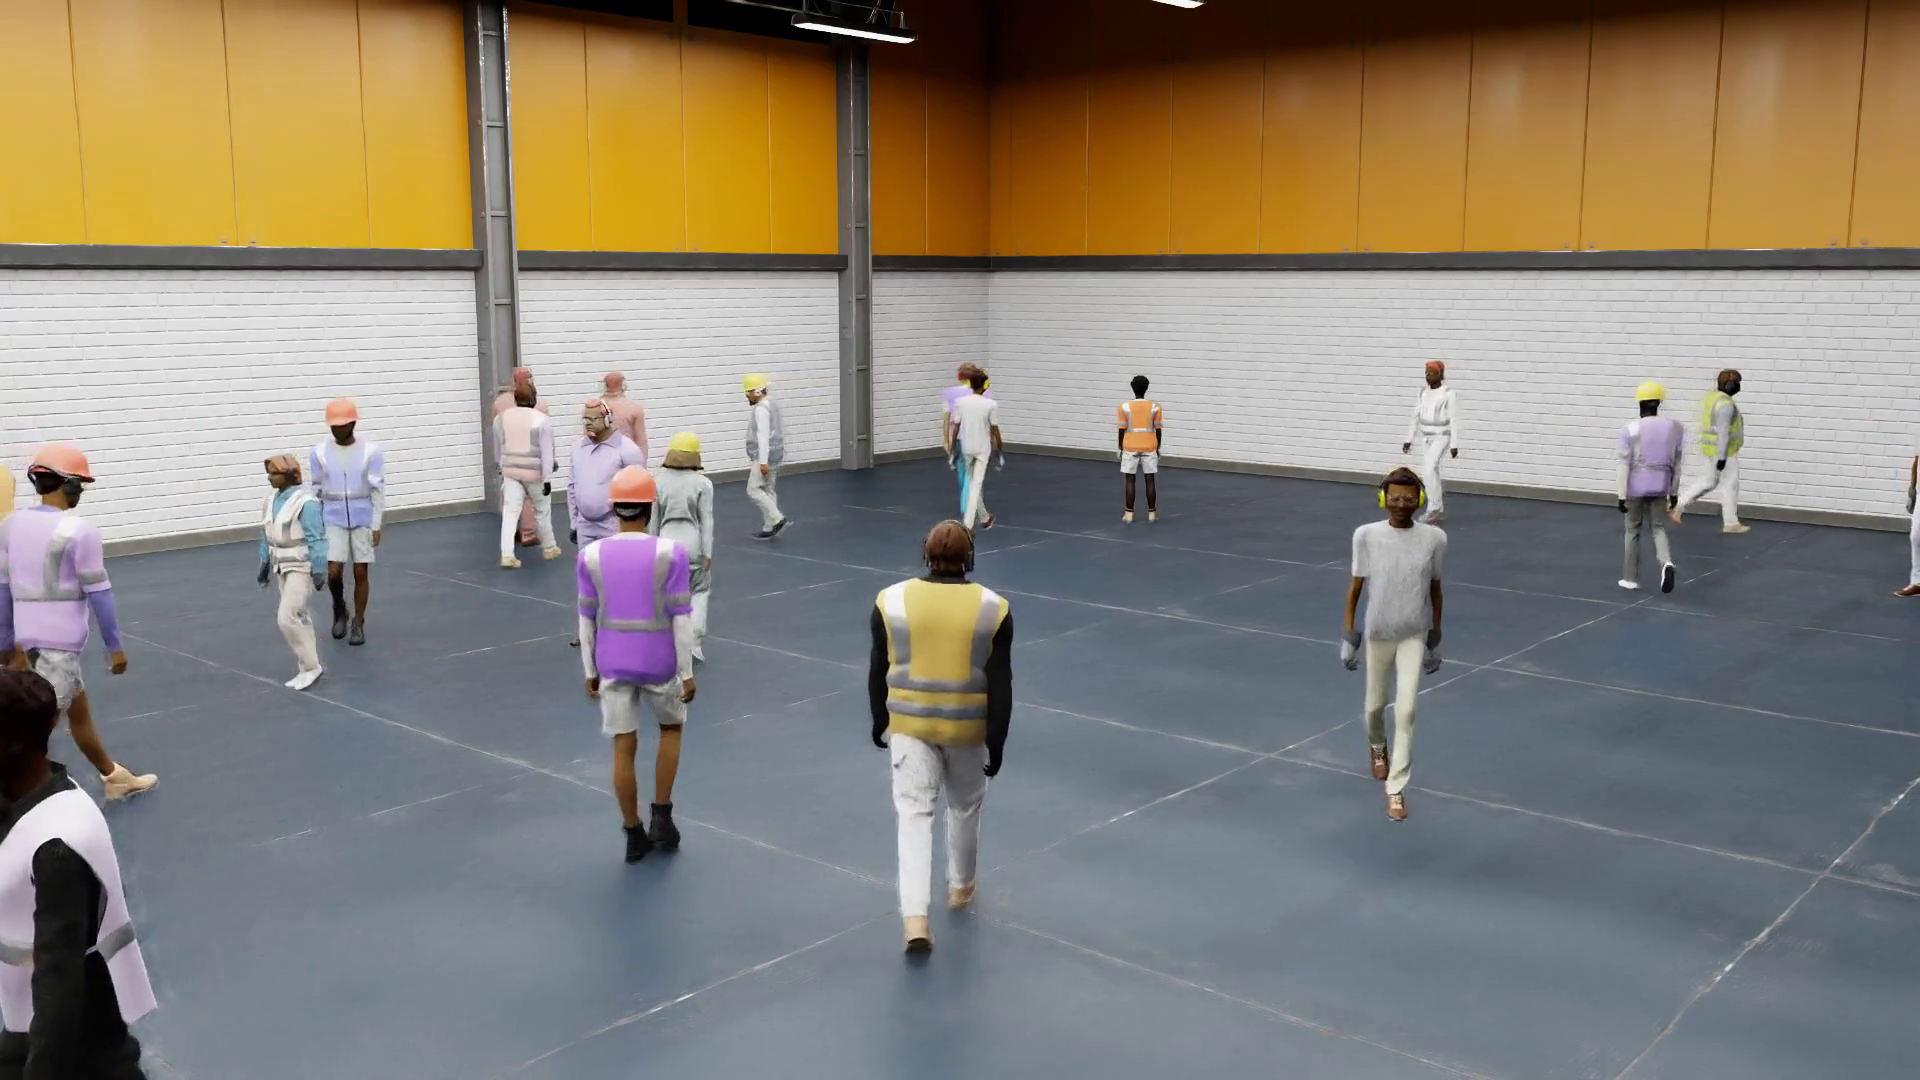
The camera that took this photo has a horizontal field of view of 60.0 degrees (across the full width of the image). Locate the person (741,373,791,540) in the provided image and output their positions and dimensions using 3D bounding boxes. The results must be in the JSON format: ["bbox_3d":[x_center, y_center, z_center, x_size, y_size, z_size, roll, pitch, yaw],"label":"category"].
[{"bbox_3d":[-2.099,-0.877,17.706,0.447,1.807,0.625,1,9,5],"label":"person"}]

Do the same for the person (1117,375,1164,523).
[{"bbox_3d":[2.056,-1.039,19.054,0.540,1.697,0.317,-1,9,-3],"label":"person"}]

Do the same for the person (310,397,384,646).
[{"bbox_3d":[-4.667,-0.135,12.711,0.541,1.916,0.411,-2,9,-15],"label":"person"}]

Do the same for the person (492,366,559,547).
[{"bbox_3d":[-4.538,-0.869,17.413,0.650,1.888,0.445,4,10,22],"label":"person"}]

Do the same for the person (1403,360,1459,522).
[{"bbox_3d":[5.389,-1.124,19.056,0.591,1.863,0.597,-3,10,-20],"label":"person"}]

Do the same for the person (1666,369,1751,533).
[{"bbox_3d":[8.310,-0.980,18.328,0.798,1.817,0.633,1,9,6],"label":"person"}]

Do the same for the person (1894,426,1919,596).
[{"bbox_3d":[8.467,-0.385,14.471,0.329,1.859,0.501,-3,10,-19],"label":"person"}]

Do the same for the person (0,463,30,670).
[{"bbox_3d":[-6.410,0.134,10.940,0.375,1.935,0.551,-1,9,-7],"label":"person"}]

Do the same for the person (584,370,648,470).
[{"bbox_3d":[-3.487,-0.763,16.770,0.660,1.884,0.702,2,9,12],"label":"person"}]

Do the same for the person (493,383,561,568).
[{"bbox_3d":[-4.253,-0.638,16.261,0.636,1.798,0.974,2,9,10],"label":"person"}]

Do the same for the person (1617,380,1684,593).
[{"bbox_3d":[6.121,-0.462,14.767,0.597,1.911,0.710,0,9,0],"label":"person"}]

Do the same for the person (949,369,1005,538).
[{"bbox_3d":[0.216,-0.944,18.059,0.554,1.819,0.989,4,10,25],"label":"person"}]

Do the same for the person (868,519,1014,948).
[{"bbox_3d":[-0.087,0.809,7.144,0.629,1.807,0.931,0,9,2],"label":"person"}]

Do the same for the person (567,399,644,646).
[{"bbox_3d":[-2.711,-0.117,12.615,0.645,1.907,0.400,4,10,24],"label":"person"}]

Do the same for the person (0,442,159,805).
[{"bbox_3d":[-4.644,0.498,8.529,0.617,1.983,1.030,4,10,25],"label":"person"}]

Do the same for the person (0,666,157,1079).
[{"bbox_3d":[-2.354,1.239,4.210,1.021,1.864,0.615,-8,12,-40],"label":"person"}]

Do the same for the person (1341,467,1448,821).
[{"bbox_3d":[2.332,0.502,8.964,0.525,1.840,0.888,2,9,12],"label":"person"}]

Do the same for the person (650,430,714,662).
[{"bbox_3d":[-2.008,0.075,11.998,0.505,1.724,0.399,0,9,3],"label":"person"}]

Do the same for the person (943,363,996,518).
[{"bbox_3d":[0.117,-1.194,19.713,0.567,1.795,0.968,2,9,15],"label":"person"}]

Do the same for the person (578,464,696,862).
[{"bbox_3d":[-1.558,0.591,8.103,0.566,1.923,0.498,0,9,2],"label":"person"}]

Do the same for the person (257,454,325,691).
[{"bbox_3d":[-4.572,0.224,11.355,0.513,1.625,0.432,7,12,39],"label":"person"}]
